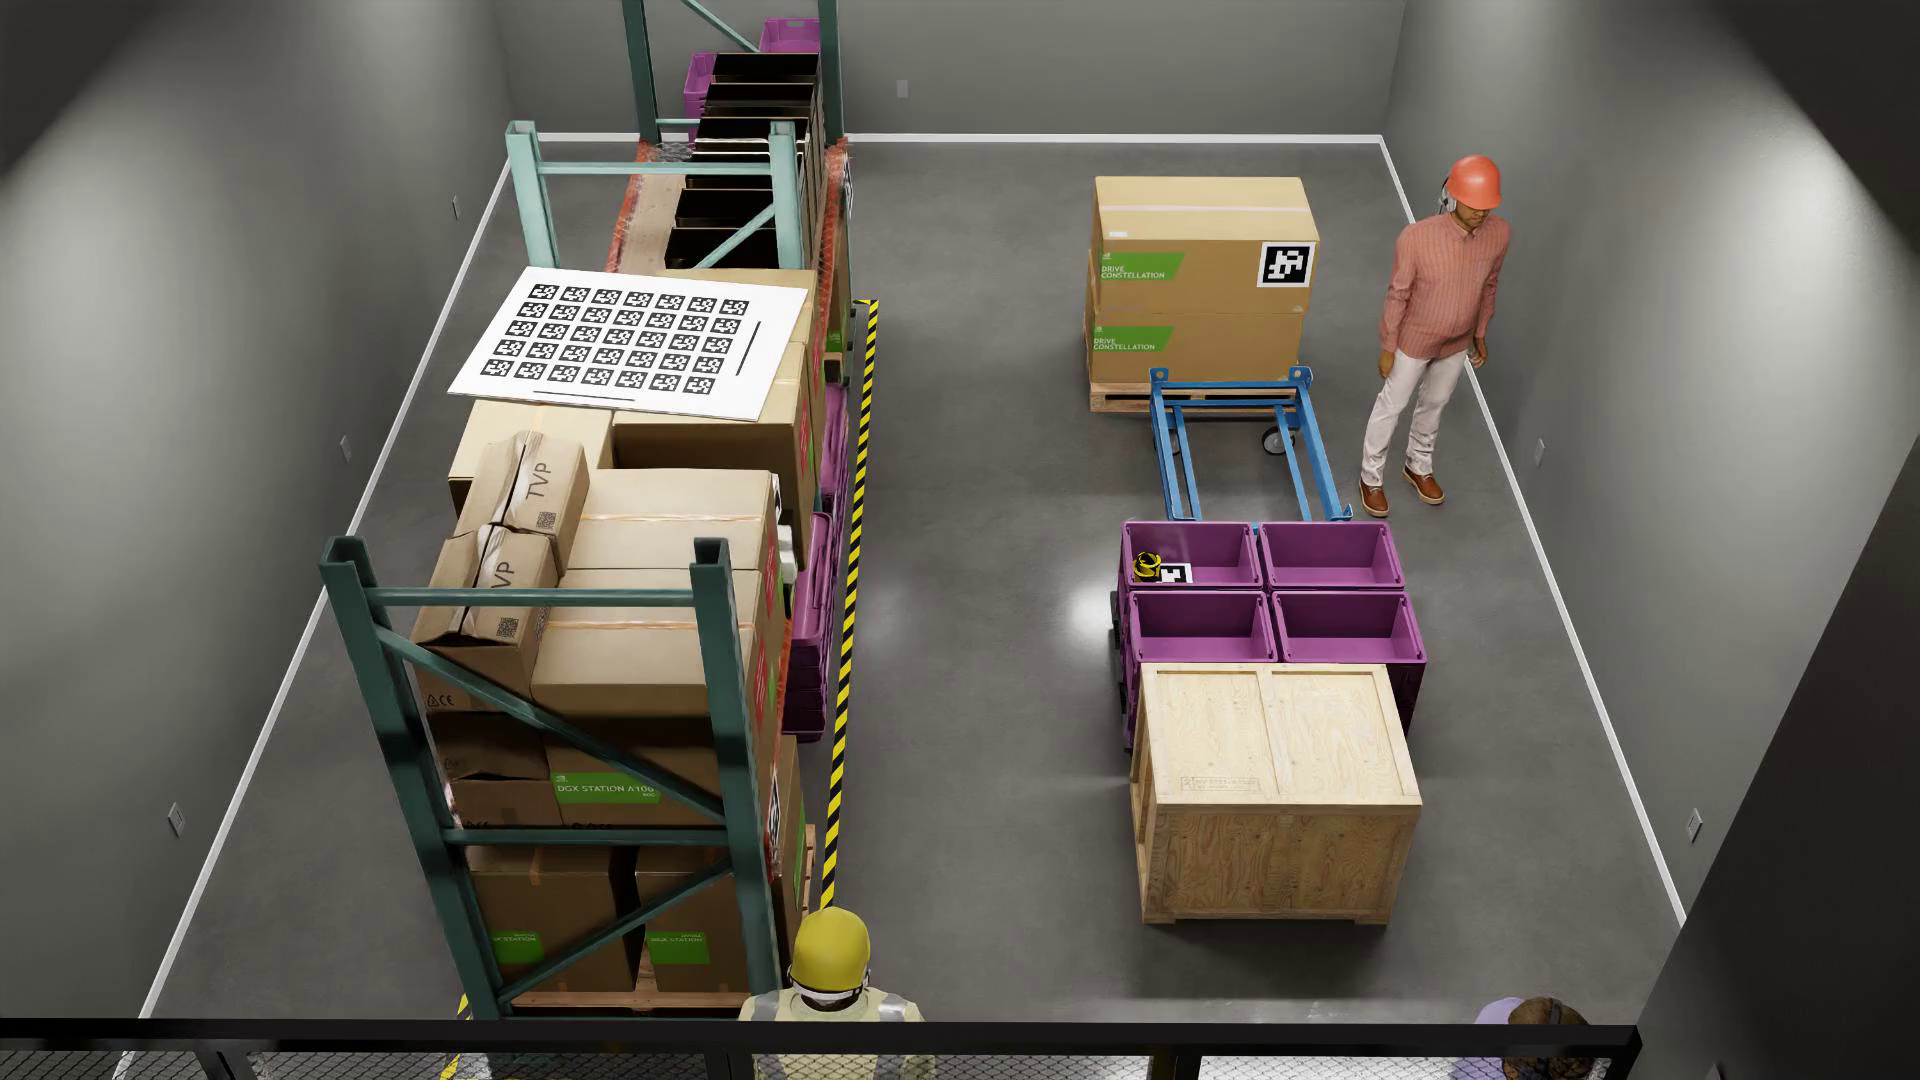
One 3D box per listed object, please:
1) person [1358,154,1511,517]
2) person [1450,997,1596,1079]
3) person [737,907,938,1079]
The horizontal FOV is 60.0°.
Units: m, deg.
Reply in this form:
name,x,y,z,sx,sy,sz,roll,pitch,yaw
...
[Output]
name,x,y,z,sx,sy,sz,roll,pitch,yaw
person,2.345,-0.995,8.205,0.608,1.996,0.382,-10,42,-12
person,1.527,1.940,4.902,0.372,1.940,0.630,11,42,12
person,-0.366,1.750,5.197,0.598,1.832,0.404,0,41,0
